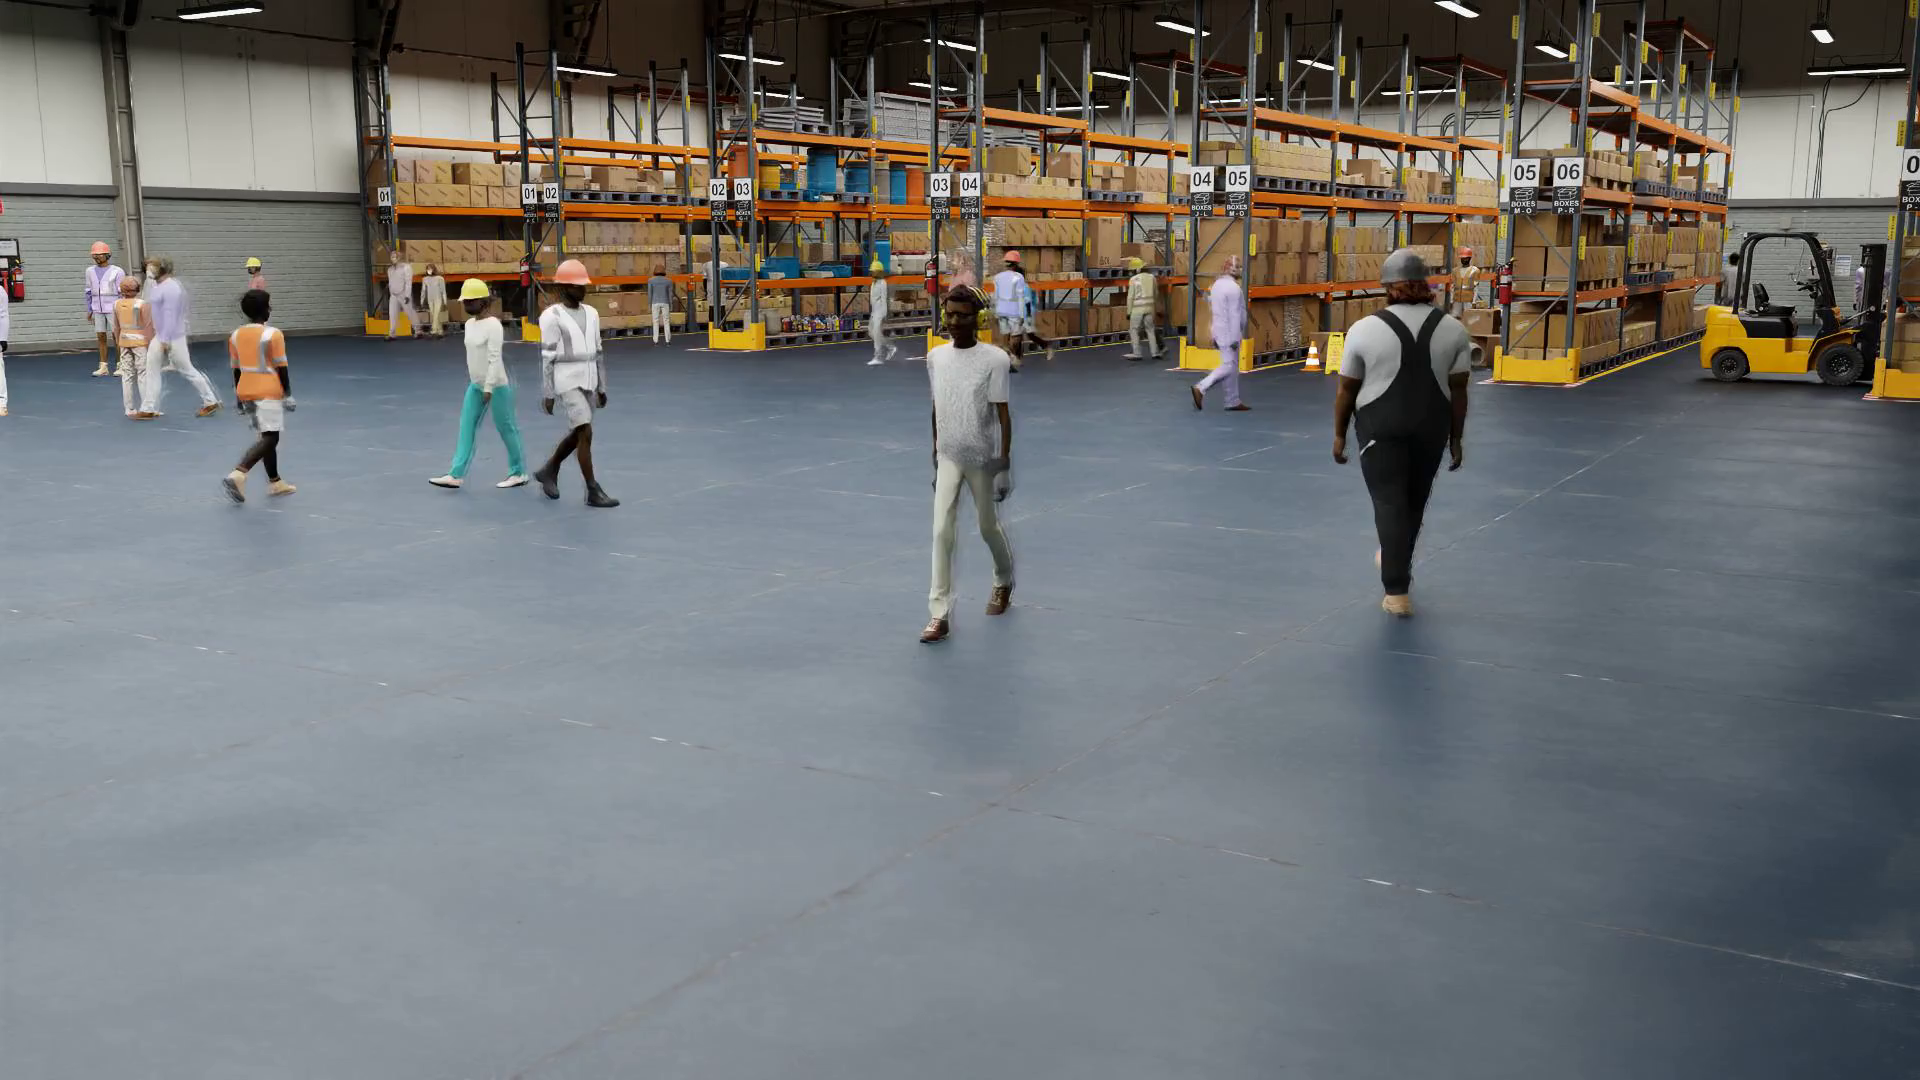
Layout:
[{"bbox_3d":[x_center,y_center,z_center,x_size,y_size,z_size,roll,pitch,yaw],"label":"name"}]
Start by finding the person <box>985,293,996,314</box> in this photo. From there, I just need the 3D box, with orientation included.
[{"bbox_3d":[0.788,-4.816,32.995,0.624,1.931,0.371,0,10,1],"label":"person"}]

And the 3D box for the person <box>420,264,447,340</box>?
[{"bbox_3d":[-11.069,-4.984,34.866,0.523,1.584,0.875,2,10,14],"label":"person"}]

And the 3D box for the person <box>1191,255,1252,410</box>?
[{"bbox_3d":[3.163,-2.468,19.970,0.775,1.885,0.650,-2,10,-12],"label":"person"}]

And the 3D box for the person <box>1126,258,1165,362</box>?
[{"bbox_3d":[3.156,-3.926,28.467,0.772,1.783,0.405,-7,12,-32],"label":"person"}]

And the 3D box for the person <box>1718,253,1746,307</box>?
[{"bbox_3d":[15.619,-4.880,33.642,0.505,1.817,0.991,6,12,30],"label":"person"}]

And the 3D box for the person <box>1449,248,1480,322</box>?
[{"bbox_3d":[9.463,-4.512,31.252,0.545,1.938,0.355,8,13,38],"label":"person"}]

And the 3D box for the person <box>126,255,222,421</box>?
[{"bbox_3d":[-9.063,-2.324,19.133,1.011,1.895,0.646,-10,14,-43],"label":"person"}]

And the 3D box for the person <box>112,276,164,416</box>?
[{"bbox_3d":[-9.631,-2.255,19.429,0.522,1.645,0.306,3,10,14],"label":"person"}]

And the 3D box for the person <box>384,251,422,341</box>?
[{"bbox_3d":[-11.646,-5.093,34.718,0.642,1.871,0.958,4,11,19],"label":"person"}]

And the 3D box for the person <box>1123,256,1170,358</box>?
[{"bbox_3d":[3.316,-4.089,29.306,0.786,1.806,0.531,4,11,19],"label":"person"}]

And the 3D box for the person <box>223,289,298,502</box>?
[{"bbox_3d":[-5.534,-1.132,13.041,0.528,1.675,0.746,5,11,27],"label":"person"}]

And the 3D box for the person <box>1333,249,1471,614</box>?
[{"bbox_3d":[2.441,-0.649,9.327,0.692,2.000,1.064,0,10,-1],"label":"person"}]

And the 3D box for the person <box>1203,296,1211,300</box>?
[{"bbox_3d":[4.695,-4.396,30.341,0.606,2.035,0.405,6,12,30],"label":"person"}]

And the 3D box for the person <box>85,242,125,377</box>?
[{"bbox_3d":[-12.991,-3.501,25.294,0.608,2.044,0.370,0,10,1],"label":"person"}]

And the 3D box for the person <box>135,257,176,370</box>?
[{"bbox_3d":[-12.871,-3.578,26.396,0.929,1.796,0.647,-4,11,-19],"label":"person"}]

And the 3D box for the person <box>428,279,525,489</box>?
[{"bbox_3d":[-3.946,-1.253,13.568,0.539,1.724,0.871,9,13,41],"label":"person"}]

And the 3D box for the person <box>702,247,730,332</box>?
[{"bbox_3d":[-5.406,-5.547,36.966,0.613,1.965,0.361,0,10,1],"label":"person"}]

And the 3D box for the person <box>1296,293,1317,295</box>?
[{"bbox_3d":[7.176,-5.114,34.785,0.611,1.875,0.914,1,10,6],"label":"person"}]

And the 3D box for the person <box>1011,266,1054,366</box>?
[{"bbox_3d":[1.139,-3.687,27.387,0.735,1.664,0.543,-5,11,-25],"label":"person"}]

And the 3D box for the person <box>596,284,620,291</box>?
[{"bbox_3d":[-7.921,-5.605,37.658,0.578,1.854,0.942,7,12,34],"label":"person"}]

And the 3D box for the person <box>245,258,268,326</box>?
[{"bbox_3d":[-12.347,-4.064,29.224,0.311,1.768,0.533,-10,14,-44],"label":"person"}]

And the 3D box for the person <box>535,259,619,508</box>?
[{"bbox_3d":[-3.026,-1.216,12.891,0.905,1.906,0.552,6,12,32],"label":"person"}]

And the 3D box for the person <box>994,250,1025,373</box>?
[{"bbox_3d":[0.759,-3.526,25.784,0.565,1.918,0.521,7,12,34],"label":"person"}]

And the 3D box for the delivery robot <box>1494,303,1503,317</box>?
[{"bbox_3d":[12.966,-5.522,40.518,0.707,0.478,0.477,0,10,-2],"label":"delivery robot"}]

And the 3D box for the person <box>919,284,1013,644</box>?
[{"bbox_3d":[0.073,-0.427,8.722,0.525,1.823,1.000,5,11,24],"label":"person"}]

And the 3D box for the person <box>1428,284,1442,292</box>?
[{"bbox_3d":[11.940,-6.393,41.891,0.425,1.913,0.562,-1,10,-7],"label":"person"}]

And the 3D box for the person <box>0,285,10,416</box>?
[{"bbox_3d":[-11.454,-2.356,19.444,0.633,1.843,0.429,0,10,-3],"label":"person"}]

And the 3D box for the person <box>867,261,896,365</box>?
[{"bbox_3d":[-1.319,-3.798,27.807,0.474,1.729,0.491,-4,11,-23],"label":"person"}]

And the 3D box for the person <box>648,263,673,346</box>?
[{"bbox_3d":[-5.927,-4.654,32.926,0.494,1.624,0.280,-3,11,-18],"label":"person"}]

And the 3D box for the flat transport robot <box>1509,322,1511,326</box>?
[{"bbox_3d":[13.878,-5.335,40.526,0.652,0.197,1.431,7,12,35],"label":"flat transport robot"}]

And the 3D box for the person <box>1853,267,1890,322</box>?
[{"bbox_3d":[17.258,-4.550,31.534,0.591,1.919,0.402,5,11,26],"label":"person"}]

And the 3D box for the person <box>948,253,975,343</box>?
[{"bbox_3d":[0.075,-3.757,27.223,0.904,1.876,0.657,-4,11,-22],"label":"person"}]
